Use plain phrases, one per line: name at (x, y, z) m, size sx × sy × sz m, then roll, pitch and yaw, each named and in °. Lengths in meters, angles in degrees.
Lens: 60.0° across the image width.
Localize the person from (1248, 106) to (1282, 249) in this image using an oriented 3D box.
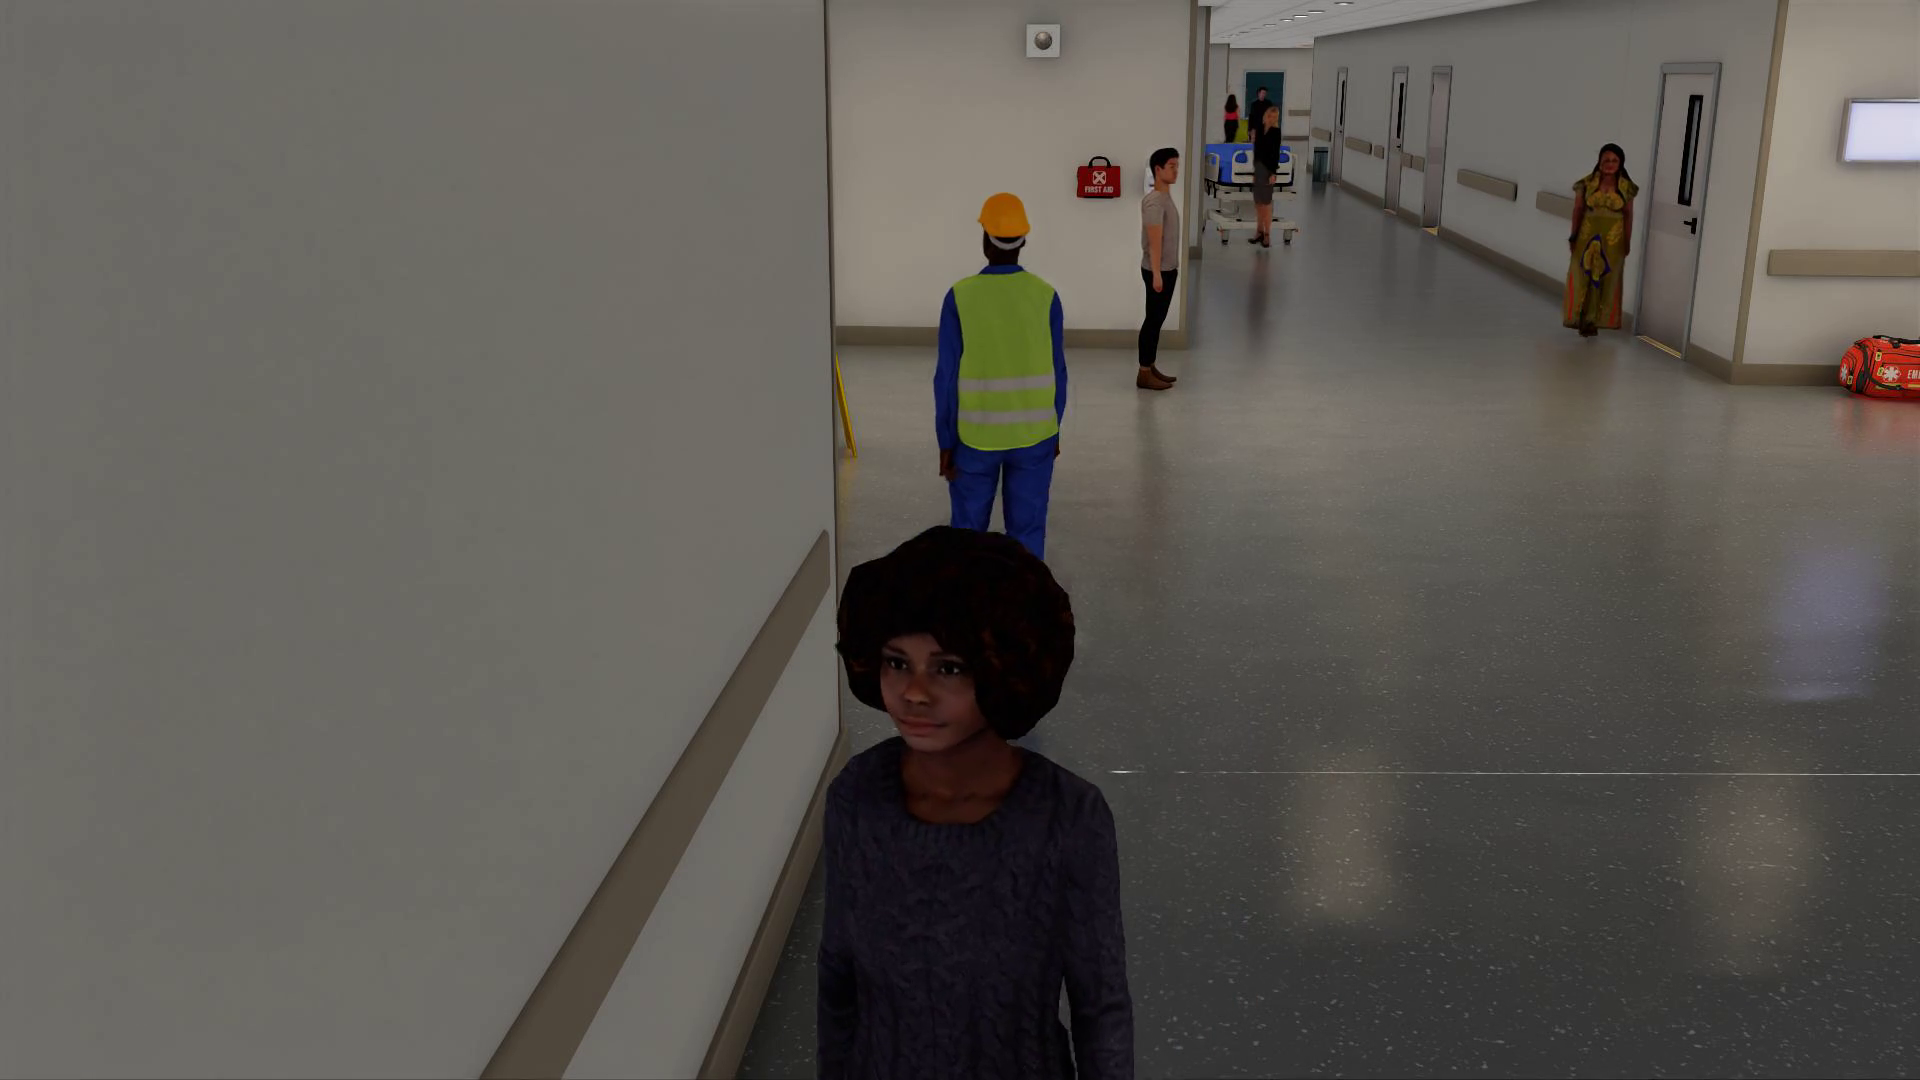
person at (3.954, -4.690, 21.563) m, size 0.858 × 1.805 × 0.844 m, roll -6°, pitch 17°, yaw -21°

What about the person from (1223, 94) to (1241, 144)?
person at (7.189, -10.949, 44.115) m, size 1.111 × 1.614 × 0.881 m, roll 6°, pitch 17°, yaw 21°

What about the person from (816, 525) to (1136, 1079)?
person at (0.037, 0.801, 2.302) m, size 0.986 × 1.688 × 0.821 m, roll 6°, pitch 17°, yaw 20°

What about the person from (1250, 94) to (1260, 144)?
person at (7.112, -9.862, 39.895) m, size 1.245 × 1.812 × 1.148 m, roll 12°, pitch 20°, yaw 37°

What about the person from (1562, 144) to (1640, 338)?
person at (5.526, -2.586, 14.401) m, size 0.994 × 1.642 × 0.802 m, roll 2°, pitch 16°, yaw 8°

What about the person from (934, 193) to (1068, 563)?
person at (0.173, -0.392, 6.307) m, size 0.632 × 1.812 × 0.788 m, roll -2°, pitch 16°, yaw -6°

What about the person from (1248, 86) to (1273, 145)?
person at (6.738, -9.160, 37.249) m, size 1.009 × 1.896 × 0.728 m, roll 2°, pitch 16°, yaw 7°

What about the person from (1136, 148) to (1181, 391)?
person at (1.448, -1.982, 12.120) m, size 0.582 × 1.717 × 0.646 m, roll 4°, pitch 16°, yaw 15°
